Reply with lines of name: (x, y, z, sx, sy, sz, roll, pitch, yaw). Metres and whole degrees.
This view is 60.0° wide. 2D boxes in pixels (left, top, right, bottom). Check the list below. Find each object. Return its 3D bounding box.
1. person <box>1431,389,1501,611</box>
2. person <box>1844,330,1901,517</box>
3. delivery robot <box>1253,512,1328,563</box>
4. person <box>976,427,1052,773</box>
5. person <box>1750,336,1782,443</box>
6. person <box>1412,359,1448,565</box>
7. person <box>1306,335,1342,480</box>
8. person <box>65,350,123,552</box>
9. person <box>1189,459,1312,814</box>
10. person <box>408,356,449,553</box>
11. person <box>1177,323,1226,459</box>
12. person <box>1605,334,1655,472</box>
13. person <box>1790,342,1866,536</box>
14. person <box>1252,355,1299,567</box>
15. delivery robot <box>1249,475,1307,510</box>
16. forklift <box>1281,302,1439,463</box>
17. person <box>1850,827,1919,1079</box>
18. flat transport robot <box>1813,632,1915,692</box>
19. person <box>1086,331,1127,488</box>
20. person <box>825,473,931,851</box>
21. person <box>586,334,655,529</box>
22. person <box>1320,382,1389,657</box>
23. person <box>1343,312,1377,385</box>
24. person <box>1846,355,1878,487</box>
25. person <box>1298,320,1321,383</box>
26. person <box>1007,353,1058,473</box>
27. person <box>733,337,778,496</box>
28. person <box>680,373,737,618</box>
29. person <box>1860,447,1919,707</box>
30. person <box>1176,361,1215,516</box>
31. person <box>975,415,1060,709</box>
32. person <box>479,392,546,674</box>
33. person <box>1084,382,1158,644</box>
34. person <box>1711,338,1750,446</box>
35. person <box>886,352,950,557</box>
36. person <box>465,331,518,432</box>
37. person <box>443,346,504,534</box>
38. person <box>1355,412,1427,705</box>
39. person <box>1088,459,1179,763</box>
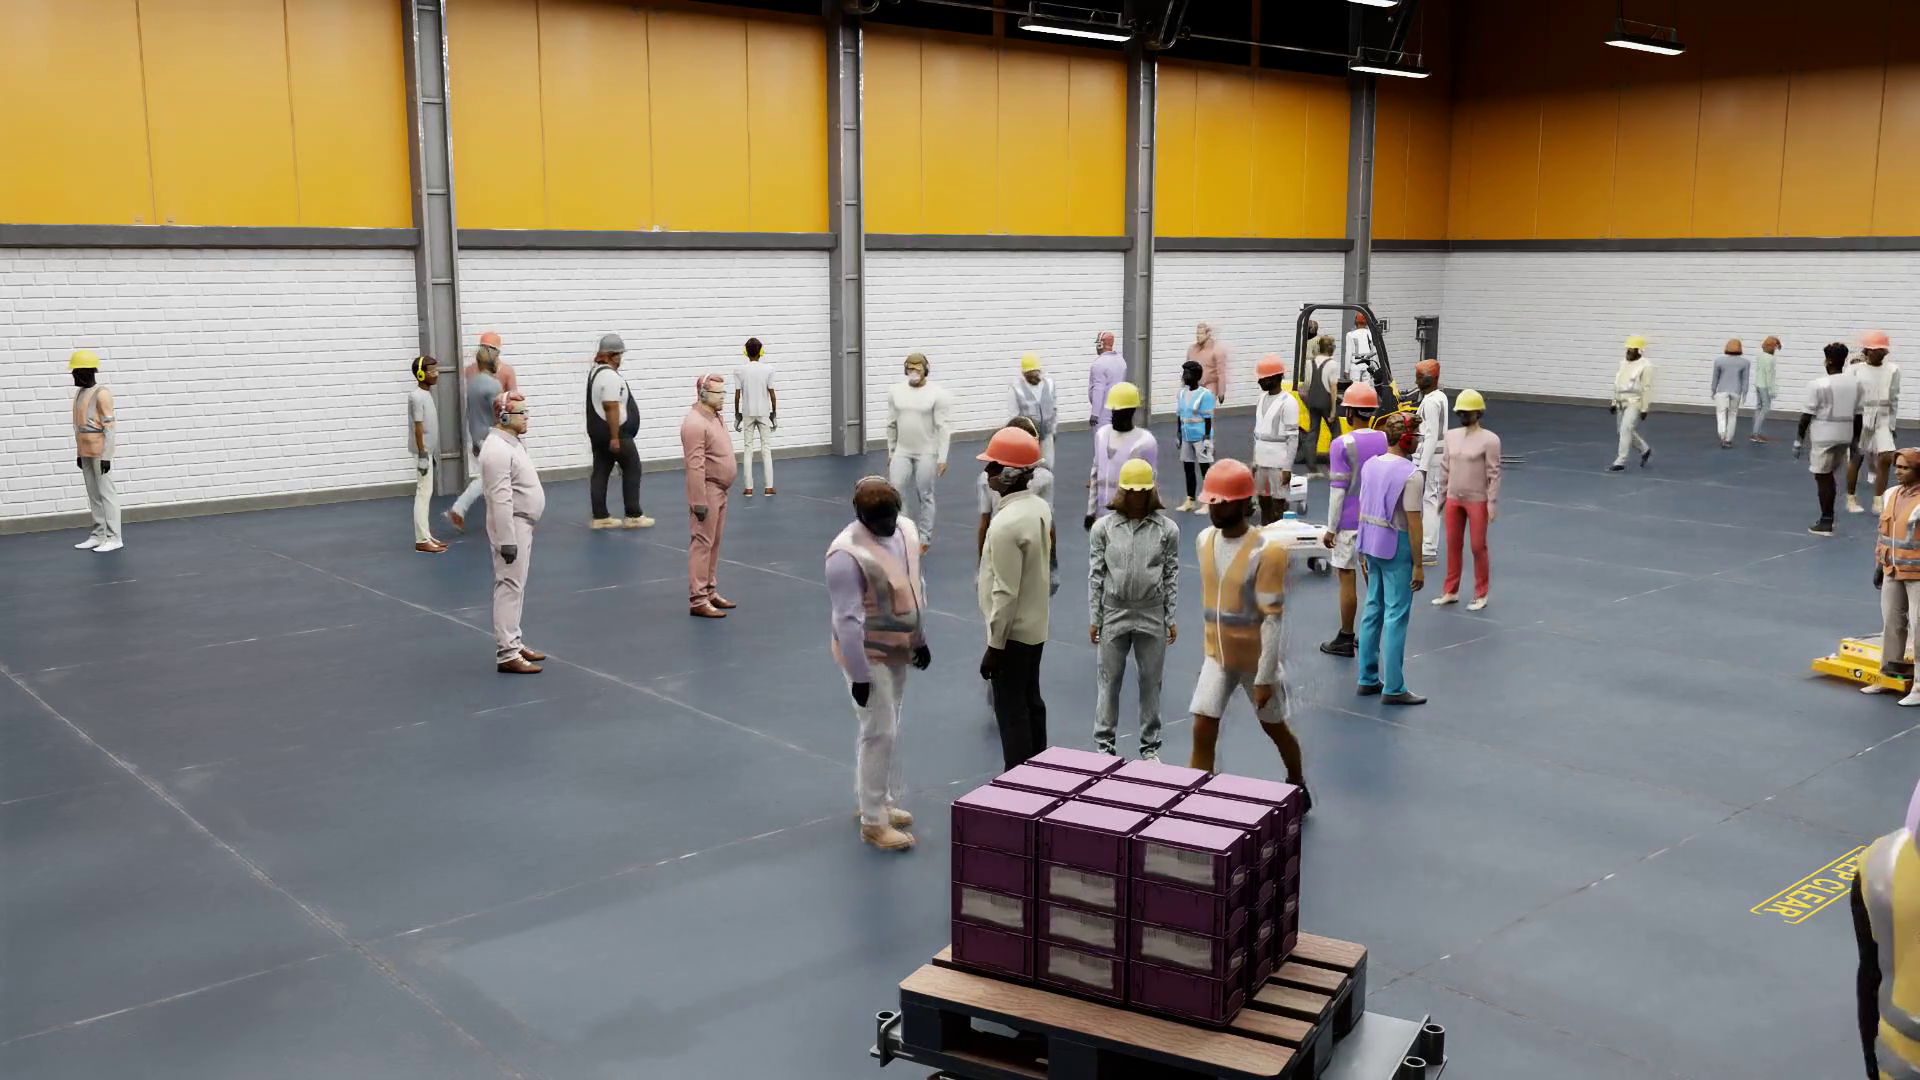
person: (4.034, -0.321, 13.268, 0.329, 1.766, 0.532, -8, 12, -38)
person: (9.849, -1.237, 17.907, 0.635, 2.009, 0.813, 1, 10, 3)
delivery robot: (2.900, -0.007, 14.671, 0.707, 0.478, 0.477, 0, 9, -2)
person: (0.258, 0.442, 8.123, 0.375, 1.997, 0.610, 3, 10, 19)
person: (12.200, -2.279, 25.209, 0.348, 1.607, 0.570, 2, 10, 14)
person: (4.269, -0.709, 15.190, 0.355, 1.887, 0.573, 4, 10, 21)
person: (4.653, -1.678, 21.051, 0.730, 1.826, 0.521, -9, 13, -44)
person: (-8.276, -0.849, 15.886, 0.588, 1.927, 0.370, 7, 12, 36)
person: (1.366, 0.532, 7.963, 1.048, 1.883, 0.555, -9, 13, -41)
person: (-5.092, -0.818, 15.886, 0.332, 1.867, 0.514, -2, 10, -10)
person: (3.337, -2.081, 23.261, 0.776, 1.880, 0.668, -7, 12, -35)
person: (8.812, -1.791, 21.735, 0.755, 1.811, 0.594, -2, 10, -13)
person: (8.762, -1.029, 16.885, 0.625, 1.946, 0.637, -2, 10, -13)
person: (2.800, -0.702, 15.026, 0.376, 1.925, 0.552, -5, 11, -25)
delivery robot: (3.420, -0.564, 17.955, 0.707, 0.478, 0.477, -8, 12, -37)
forklift: (5.320, -2.157, 22.763, 2.313, 2.155, 1.214, 3, 10, 16)
person: (2.299, 1.306, 3.648, 0.432, 1.802, 0.748, -4, 11, -23)
flat transport robot: (6.515, 0.779, 11.201, 1.431, 0.197, 0.652, -5, 11, -27)
person: (1.752, -1.576, 20.208, 0.402, 1.906, 0.652, 7, 12, 34)
person: (-0.390, 0.562, 7.982, 0.441, 1.806, 0.675, 4, 11, 24)
person: (-3.496, -1.128, 17.190, 0.746, 2.000, 0.702, -6, 11, -30)
person: (2.789, -0.141, 11.712, 0.543, 1.938, 0.356, -5, 11, -27)
person: (6.673, -2.857, 27.767, 0.581, 1.884, 0.351, -3, 10, -17)
person: (10.974, -1.442, 20.244, 0.451, 1.615, 0.543, -9, 13, -44)
person: (5.356, -2.458, 25.559, 0.429, 1.843, 0.633, -2, 10, -12)
person: (0.805, -1.150, 18.085, 0.621, 1.782, 0.556, -3, 10, -18)
person: (-2.396, -1.442, 19.534, 0.510, 1.871, 0.329, -1, 10, -4)
person: (-1.949, -0.355, 13.061, 0.401, 1.904, 0.649, 1, 10, 7)
person: (5.972, 0.225, 10.479, 0.318, 1.630, 0.512, -2, 10, -11)
person: (2.562, -1.109, 18.119, 0.335, 1.683, 0.538, -6, 11, -32)
person: (0.321, 0.164, 10.227, 0.545, 1.838, 0.727, 5, 11, 27)
person: (-3.022, -0.056, 11.306, 0.407, 1.906, 0.655, -1, 10, -9)
person: (1.201, -0.219, 12.241, 0.706, 1.908, 0.633, -7, 12, -36)
person: (11.370, -2.170, 24.564, 0.505, 1.619, 0.649, 3, 10, 19)
person: (-0.435, -0.768, 15.408, 0.657, 1.926, 0.656, 4, 10, 20)
person: (-5.407, -1.436, 19.240, 0.635, 1.960, 0.961, 2, 10, 10)
person: (-4.843, -1.012, 16.897, 0.898, 1.915, 0.632, -6, 12, -33)
person: (2.709, 0.114, 10.487, 0.372, 1.843, 0.570, -4, 10, -21)
person: (0.934, 0.426, 8.964, 0.492, 1.742, 0.300, 0, 10, 0)
